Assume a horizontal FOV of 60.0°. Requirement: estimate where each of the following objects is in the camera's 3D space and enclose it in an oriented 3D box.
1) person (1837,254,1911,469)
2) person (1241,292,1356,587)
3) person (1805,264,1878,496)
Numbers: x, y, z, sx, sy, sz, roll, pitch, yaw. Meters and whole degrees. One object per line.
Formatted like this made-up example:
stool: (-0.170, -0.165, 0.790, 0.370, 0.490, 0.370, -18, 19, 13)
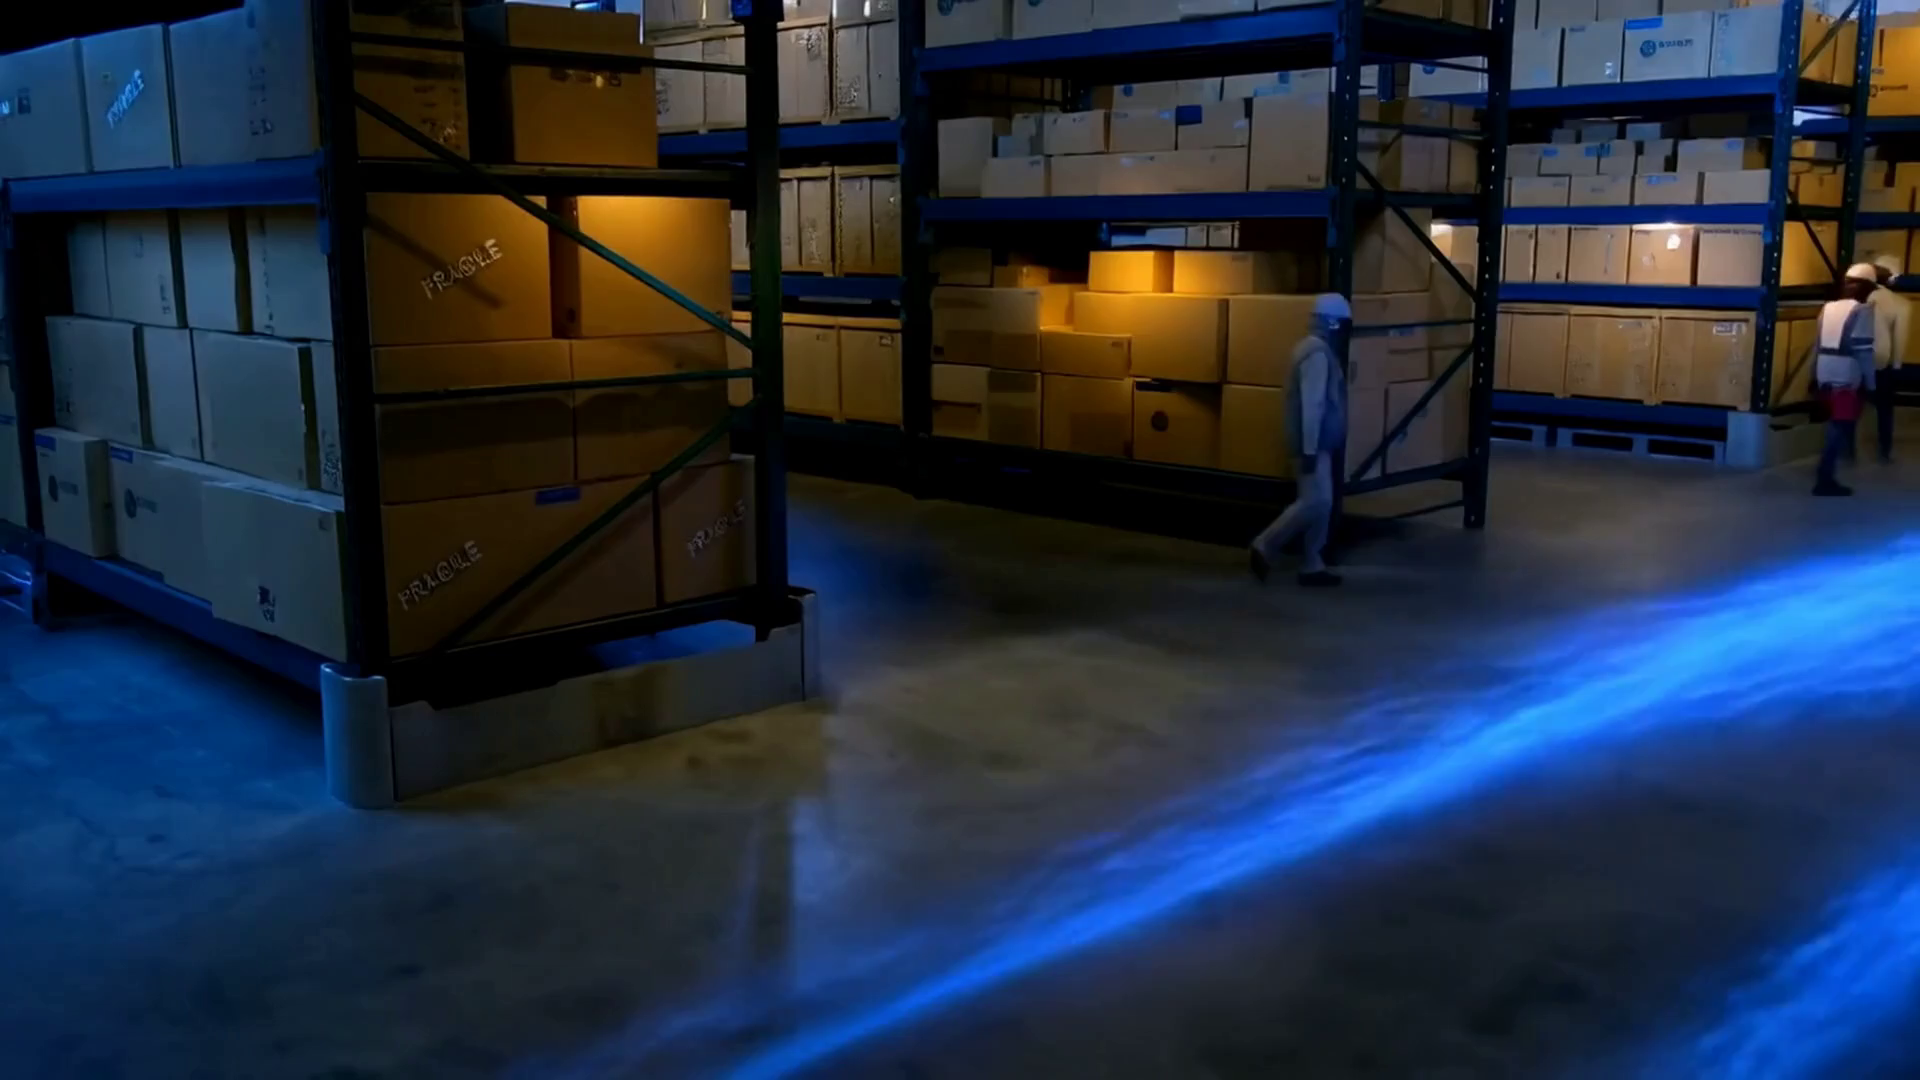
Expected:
person: (8.404, -1.634, 15.308, 0.837, 1.948, 0.619, -10, 14, -42)
person: (2.076, -0.600, 10.100, 0.585, 1.787, 0.663, 2, 11, 10)
person: (7.261, -1.315, 13.705, 0.533, 1.893, 0.681, -3, 11, -14)
